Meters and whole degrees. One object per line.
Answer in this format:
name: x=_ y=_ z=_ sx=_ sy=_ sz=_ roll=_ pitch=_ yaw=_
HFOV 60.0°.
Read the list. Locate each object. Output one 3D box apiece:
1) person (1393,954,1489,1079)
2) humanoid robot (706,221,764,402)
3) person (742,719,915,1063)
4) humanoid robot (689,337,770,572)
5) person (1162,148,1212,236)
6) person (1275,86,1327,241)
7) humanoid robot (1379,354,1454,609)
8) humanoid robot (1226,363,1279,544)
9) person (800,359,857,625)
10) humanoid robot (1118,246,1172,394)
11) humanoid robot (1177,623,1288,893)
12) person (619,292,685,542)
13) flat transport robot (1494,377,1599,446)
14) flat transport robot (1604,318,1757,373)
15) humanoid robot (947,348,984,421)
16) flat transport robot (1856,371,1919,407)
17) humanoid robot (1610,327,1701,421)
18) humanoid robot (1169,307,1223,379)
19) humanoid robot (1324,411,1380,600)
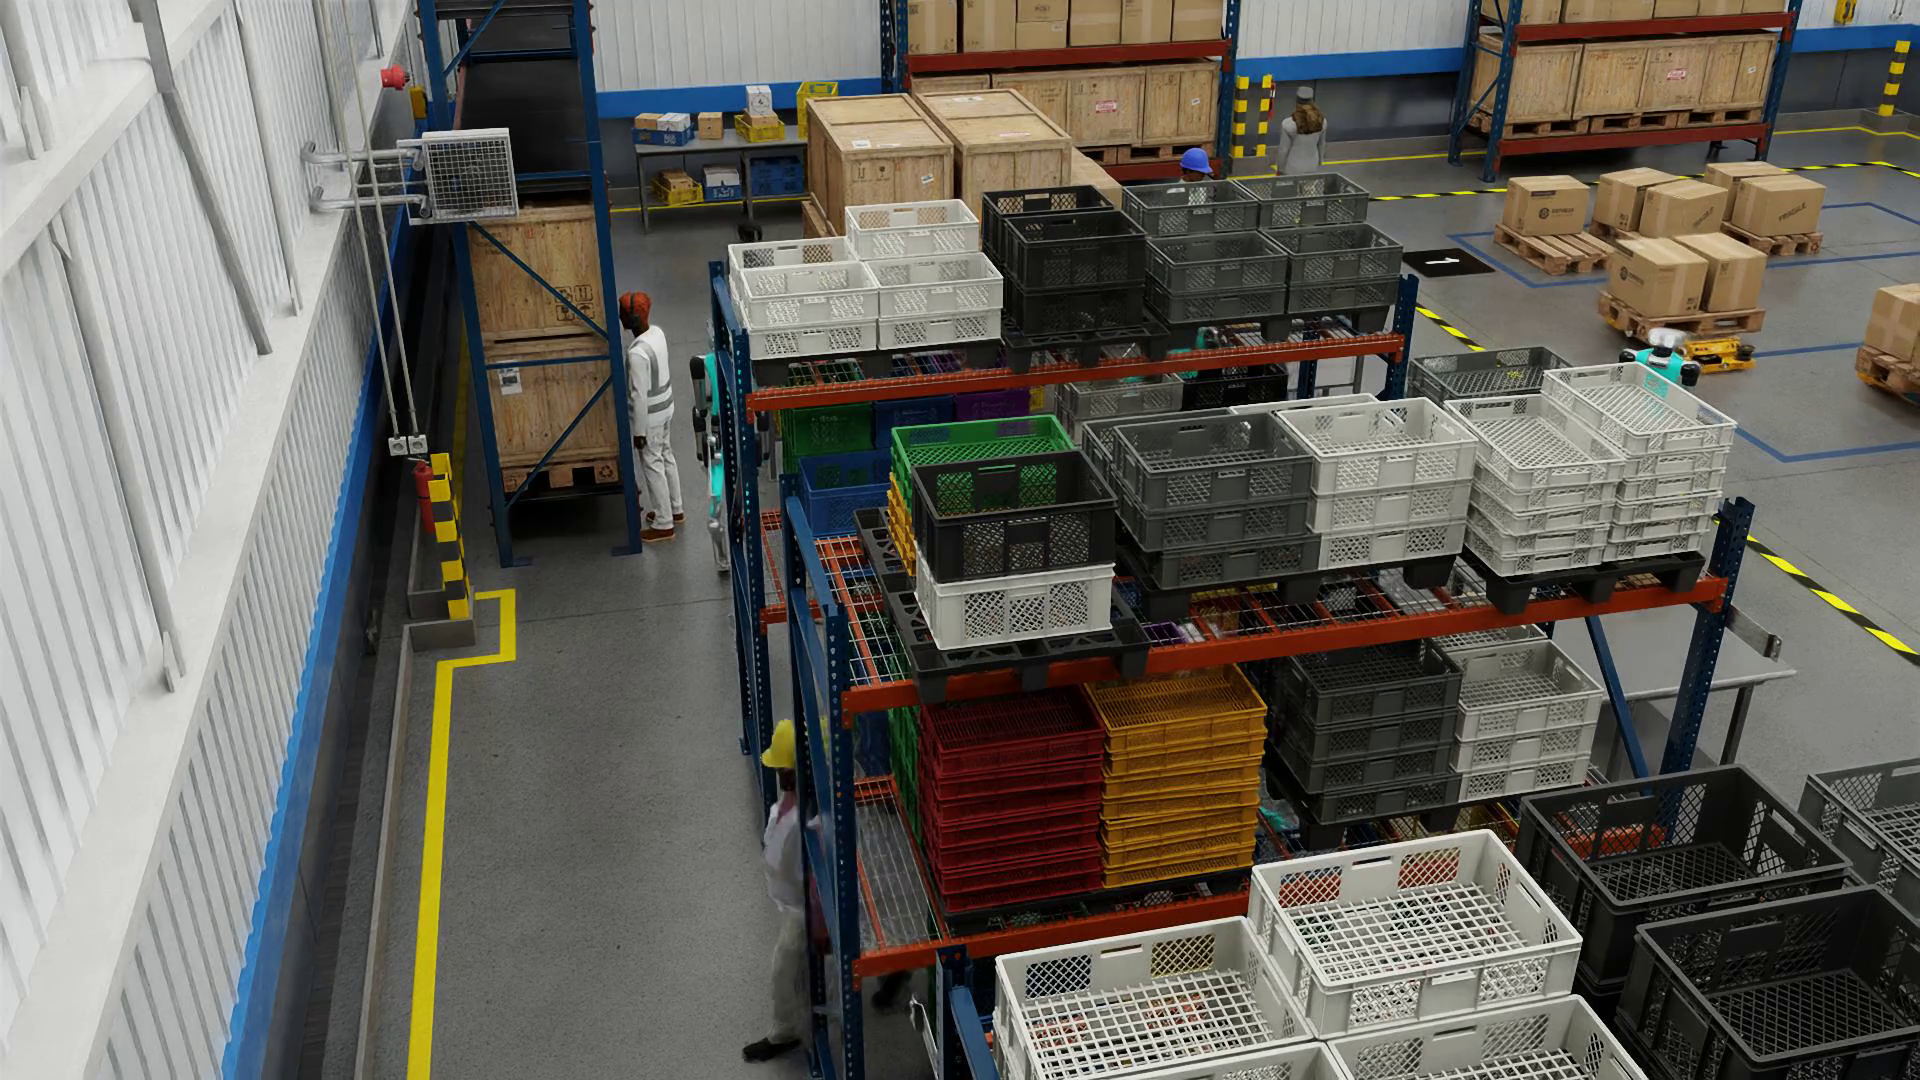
person: x=1.686 y=2.200 z=6.052 sx=0.367 sy=1.966 sz=0.602 roll=-10 pitch=29 yaw=-18
humanoid robot: x=-1.870 y=-1.961 z=14.324 sx=0.809 sy=1.612 sz=0.613 roll=-7 pitch=29 yaw=-12
person: x=-0.613 y=1.546 z=7.474 sx=0.800 sy=1.797 sz=0.601 roll=-5 pitch=28 yaw=-9
humanoid robot: x=-1.576 y=-0.557 z=11.423 sx=0.530 sy=1.697 sz=0.746 roll=-1 pitch=28 yaw=-2
person: x=2.059 y=-2.637 z=15.263 sx=0.411 sy=1.939 sz=0.602 roll=21 pitch=34 yaw=34
person: x=3.690 y=-4.033 z=18.087 sx=0.572 sy=1.767 sz=0.396 roll=-10 pitch=29 yaw=-19
humanoid robot: x=3.255 y=-0.305 z=11.060 sx=0.601 sy=1.759 sz=0.890 roll=-22 pitch=35 yaw=-36
humanoid robot: x=2.133 y=-0.482 z=11.512 sx=0.755 sy=1.651 sz=0.600 roll=-6 pitch=28 yaw=-10
person: x=-0.886 y=-0.400 z=10.905 sx=0.393 sy=2.042 sz=0.609 roll=6 pitch=28 yaw=10
humanoid robot: x=1.449 y=-1.490 z=13.155 sx=0.735 sy=1.677 sz=0.533 roll=-11 pitch=30 yaw=-19
humanoid robot: x=1.377 y=1.205 z=8.263 sx=0.819 sy=1.838 sz=0.544 roll=-6 pitch=28 yaw=-11
person: x=-2.239 y=-0.900 z=12.029 sx=0.339 sy=1.878 sz=0.569 roll=3 pitch=28 yaw=7
flat transport robot: x=4.780 y=-1.036 z=14.013 sx=0.659 sy=0.231 sz=1.431 roll=-6 pitch=28 yaw=-12
flat transport robot: x=6.789 y=-1.942 z=15.701 sx=0.652 sy=0.197 sz=1.431 roll=-6 pitch=28 yaw=-12
humanoid robot: x=0.057 y=-0.757 z=12.029 sx=0.786 sy=1.625 sz=0.612 roll=9 pitch=29 yaw=17
flat transport robot: x=8.574 y=-1.271 z=14.428 sx=0.652 sy=0.197 sz=1.431 roll=-6 pitch=28 yaw=-12
humanoid robot: x=4.892 y=-0.781 z=11.808 sx=0.533 sy=1.677 sz=0.735 roll=16 pitch=32 yaw=27
humanoid robot: x=1.494 y=-0.862 z=12.203 sx=0.743 sy=1.870 sz=0.540 roll=-15 pitch=31 yaw=-27
humanoid robot: x=2.637 y=-0.112 z=10.798 sx=0.637 sy=1.645 sz=0.611 roll=8 pitch=29 yaw=15
